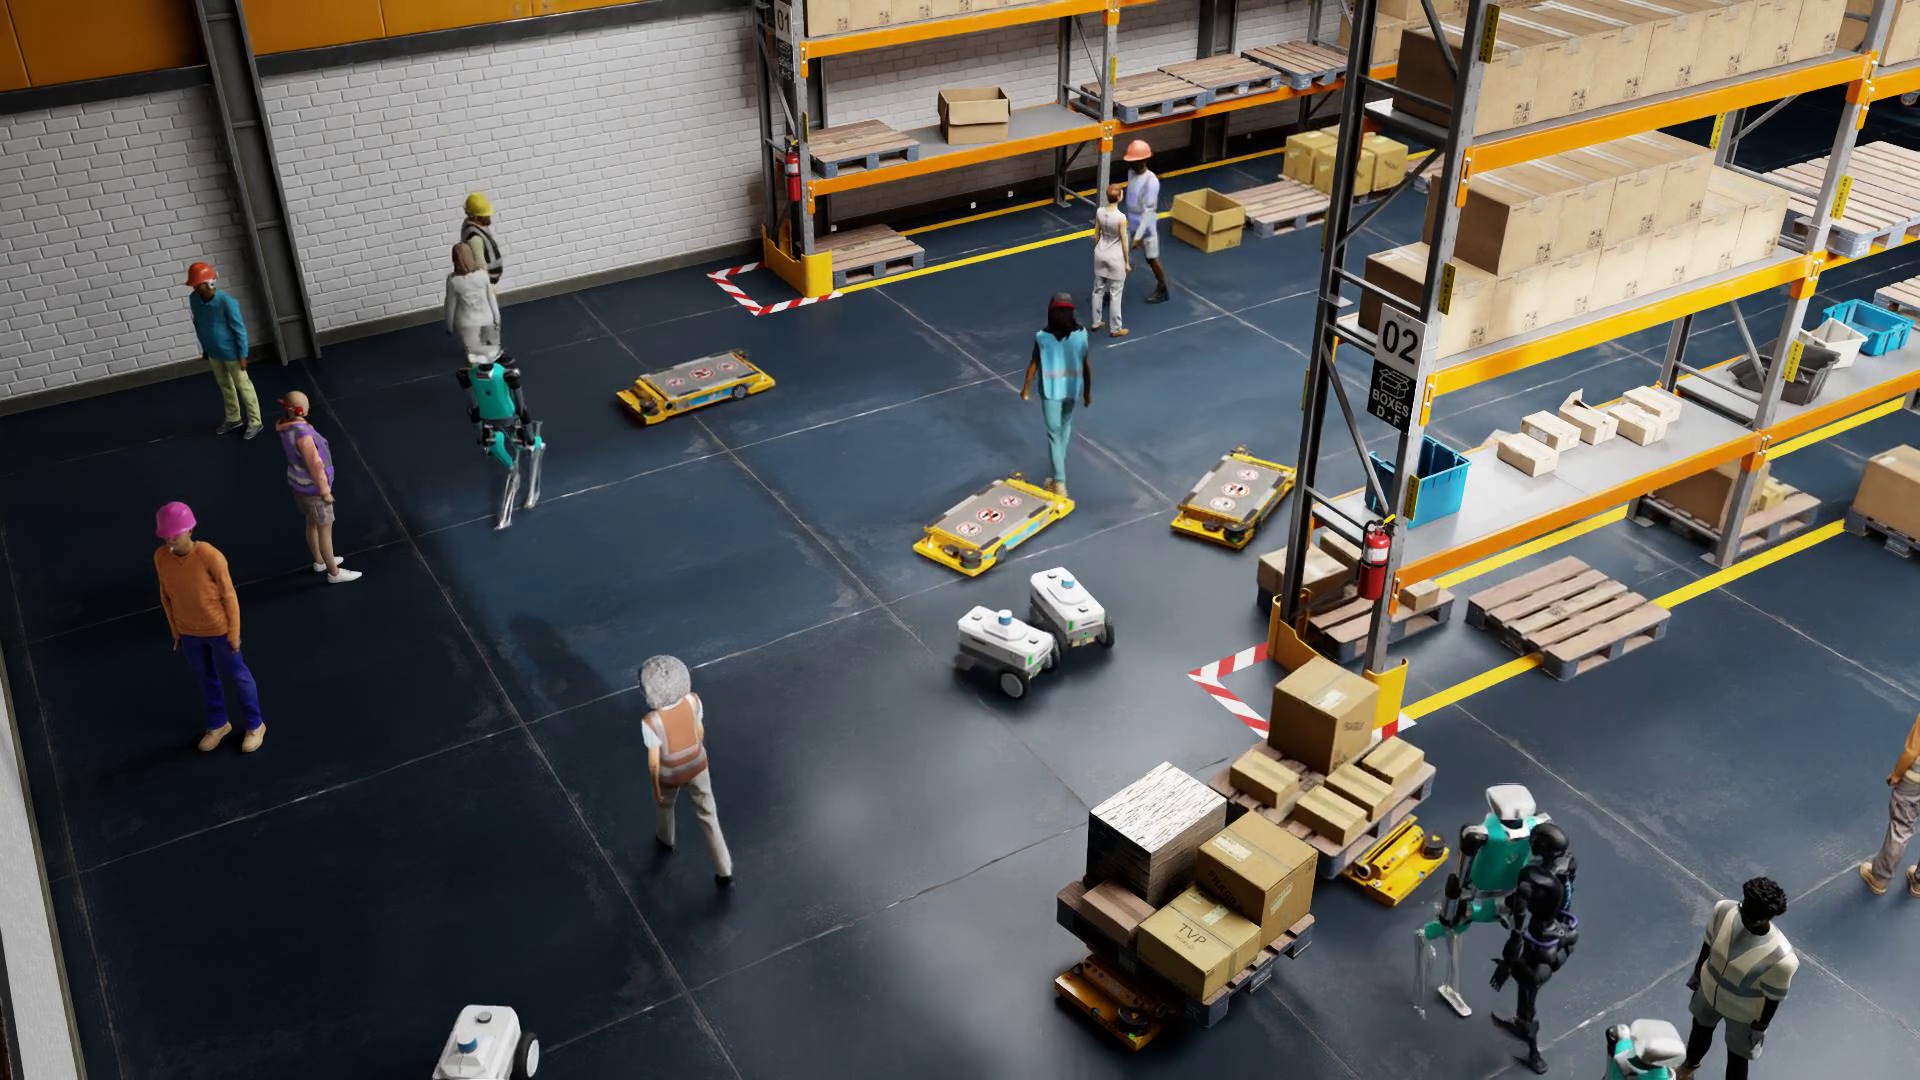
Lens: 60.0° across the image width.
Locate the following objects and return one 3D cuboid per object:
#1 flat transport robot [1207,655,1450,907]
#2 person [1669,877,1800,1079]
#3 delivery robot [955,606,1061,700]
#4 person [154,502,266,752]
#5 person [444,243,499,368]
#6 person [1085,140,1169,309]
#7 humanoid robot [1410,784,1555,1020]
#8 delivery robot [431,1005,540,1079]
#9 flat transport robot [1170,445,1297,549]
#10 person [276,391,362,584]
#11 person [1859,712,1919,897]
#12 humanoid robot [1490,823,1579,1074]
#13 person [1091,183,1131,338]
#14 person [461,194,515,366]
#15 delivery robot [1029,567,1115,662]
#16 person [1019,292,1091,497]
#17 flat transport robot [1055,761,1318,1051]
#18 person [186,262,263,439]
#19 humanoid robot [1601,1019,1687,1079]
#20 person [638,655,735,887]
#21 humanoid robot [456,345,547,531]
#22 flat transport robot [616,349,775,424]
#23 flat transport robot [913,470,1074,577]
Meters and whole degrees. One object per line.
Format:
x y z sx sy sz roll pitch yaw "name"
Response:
2.470 1.872 11.099 0.659 0.231 1.431 -28 41 -37 "flat transport robot"
4.112 2.440 8.856 0.322 1.691 0.531 -14 35 -21 "person"
0.344 0.802 12.535 0.797 0.593 0.499 21 38 30 "delivery robot"
-5.223 0.601 11.511 0.506 1.988 0.373 2 32 3 "person"
-4.726 -2.106 16.166 0.511 1.622 0.856 -24 39 -33 "person"
1.890 -3.392 17.977 1.008 1.883 0.546 -16 35 -24 "person"
2.903 2.011 9.506 0.531 1.801 0.662 -7 33 -12 "humanoid robot"
-2.657 2.921 9.161 0.513 0.600 0.771 2 32 4 "delivery robot"
2.454 -0.391 14.707 0.659 0.231 1.431 17 36 25 "flat transport robot"
-5.223 -0.424 13.420 0.349 1.692 0.477 -26 40 -35 "person"
6.020 1.473 10.313 0.463 1.777 0.326 5 32 9 "person"
3.208 2.238 9.211 0.584 1.642 0.478 -25 40 -34 "humanoid robot"
1.591 -2.940 17.459 0.442 1.659 0.286 24 39 33 "person"
-4.827 -2.665 16.882 0.406 1.818 0.617 -9 33 -13 "person"
0.839 0.555 12.944 0.499 0.609 0.813 -14 35 -21 "delivery robot"
0.834 -1.353 14.756 0.569 1.835 0.846 -10 33 -15 "person"
1.307 2.488 10.116 1.431 0.231 0.659 -26 41 -35 "flat transport robot"
-6.884 -1.772 15.511 0.563 1.752 0.338 13 34 20 "person"
3.444 2.986 7.993 0.877 1.830 0.549 -4 32 -6 "humanoid robot"
-1.739 1.449 10.468 0.457 1.652 0.838 -20 37 -28 "person"
-3.843 -0.934 14.181 0.556 1.725 1.011 3 32 5 "humanoid robot"
-2.623 -1.532 16.528 1.431 0.231 0.659 -21 38 -29 "flat transport robot"
0.303 -0.155 14.331 0.659 0.231 1.431 23 39 32 "flat transport robot"
